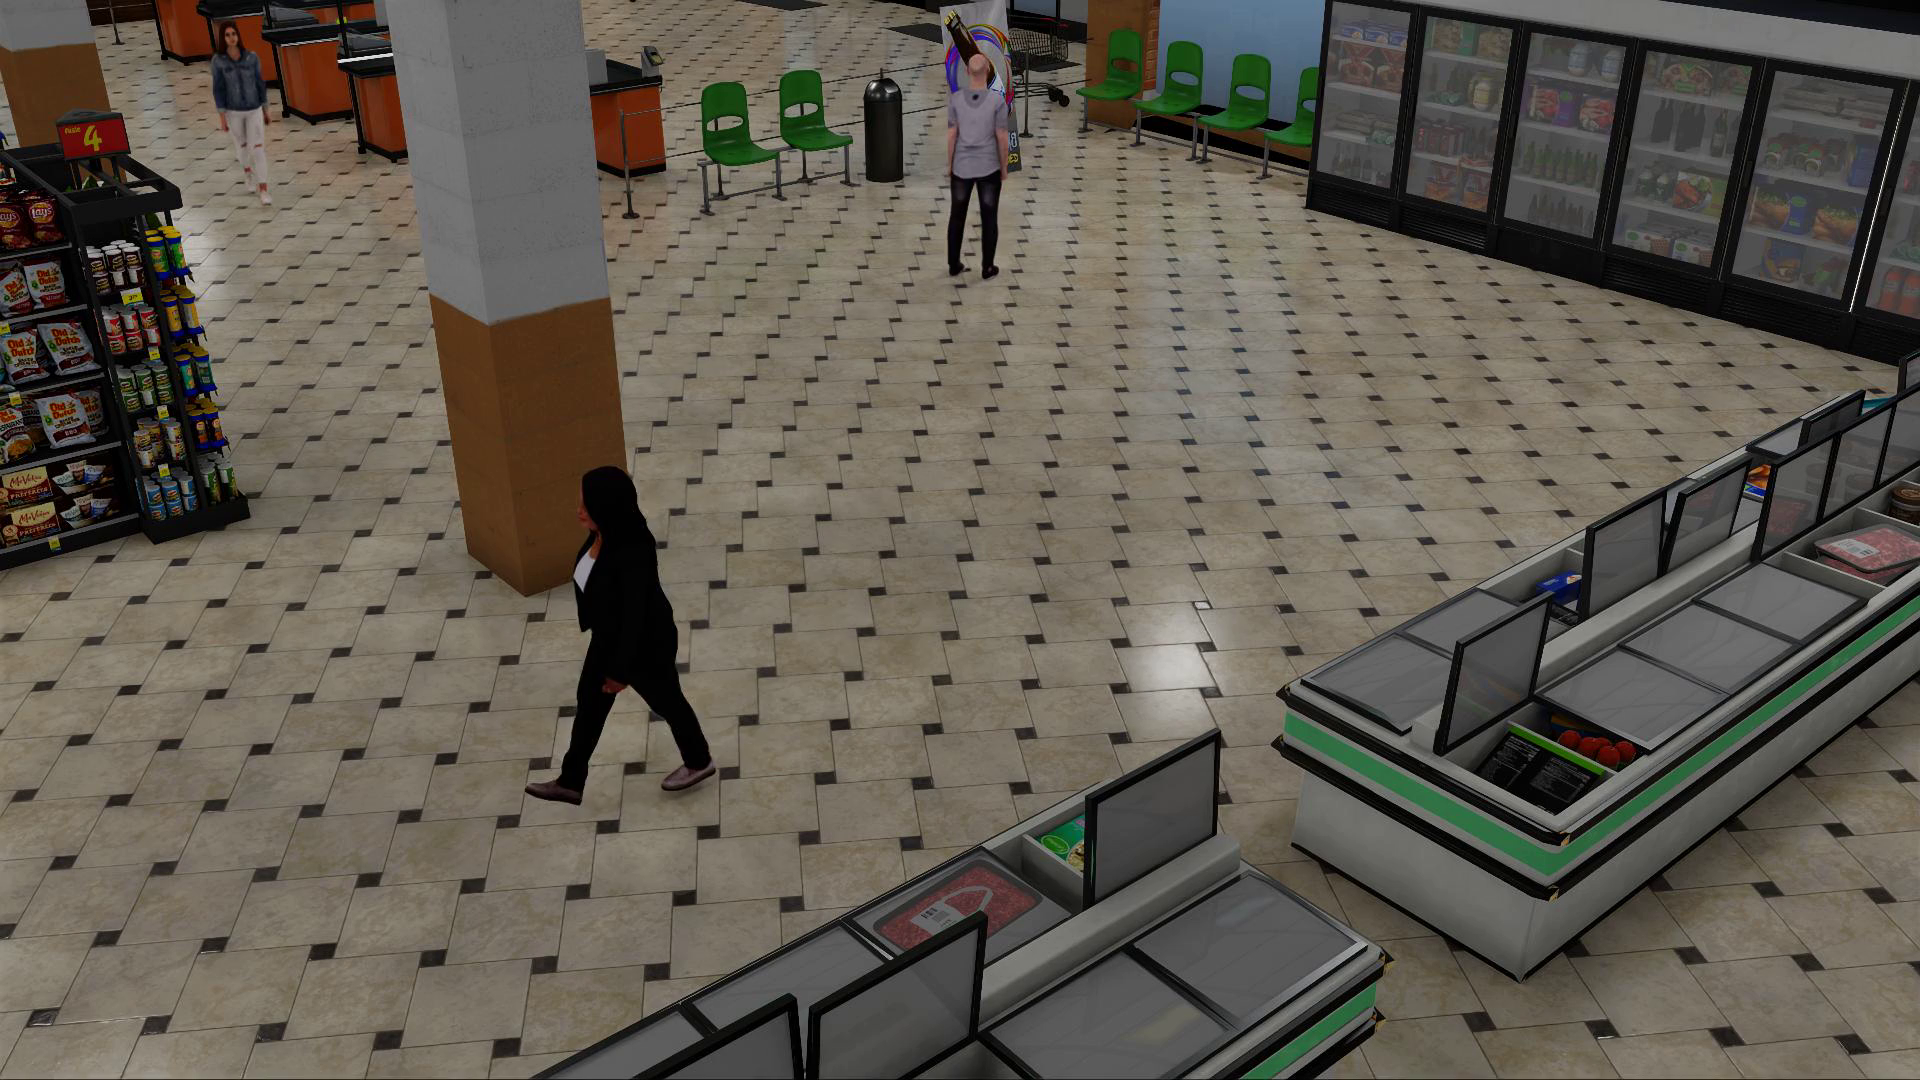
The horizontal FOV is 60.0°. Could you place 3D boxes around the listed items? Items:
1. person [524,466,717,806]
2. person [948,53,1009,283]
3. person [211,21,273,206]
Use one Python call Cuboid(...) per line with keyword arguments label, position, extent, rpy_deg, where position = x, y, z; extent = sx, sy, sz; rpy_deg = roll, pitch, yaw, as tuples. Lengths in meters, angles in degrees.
Cuboid(label="person", position=(-1.324, 0.431, 7.065), extent=(1.046, 1.573, 0.667), rpy_deg=(-18, 32, -32))
Cuboid(label="person", position=(0.122, -3.046, 13.633), extent=(0.760, 1.833, 0.790), rpy_deg=(6, 28, 12))
Cuboid(label="person", position=(-6.821, -4.059, 15.809), extent=(1.113, 1.672, 0.878), rpy_deg=(-12, 29, -22))
